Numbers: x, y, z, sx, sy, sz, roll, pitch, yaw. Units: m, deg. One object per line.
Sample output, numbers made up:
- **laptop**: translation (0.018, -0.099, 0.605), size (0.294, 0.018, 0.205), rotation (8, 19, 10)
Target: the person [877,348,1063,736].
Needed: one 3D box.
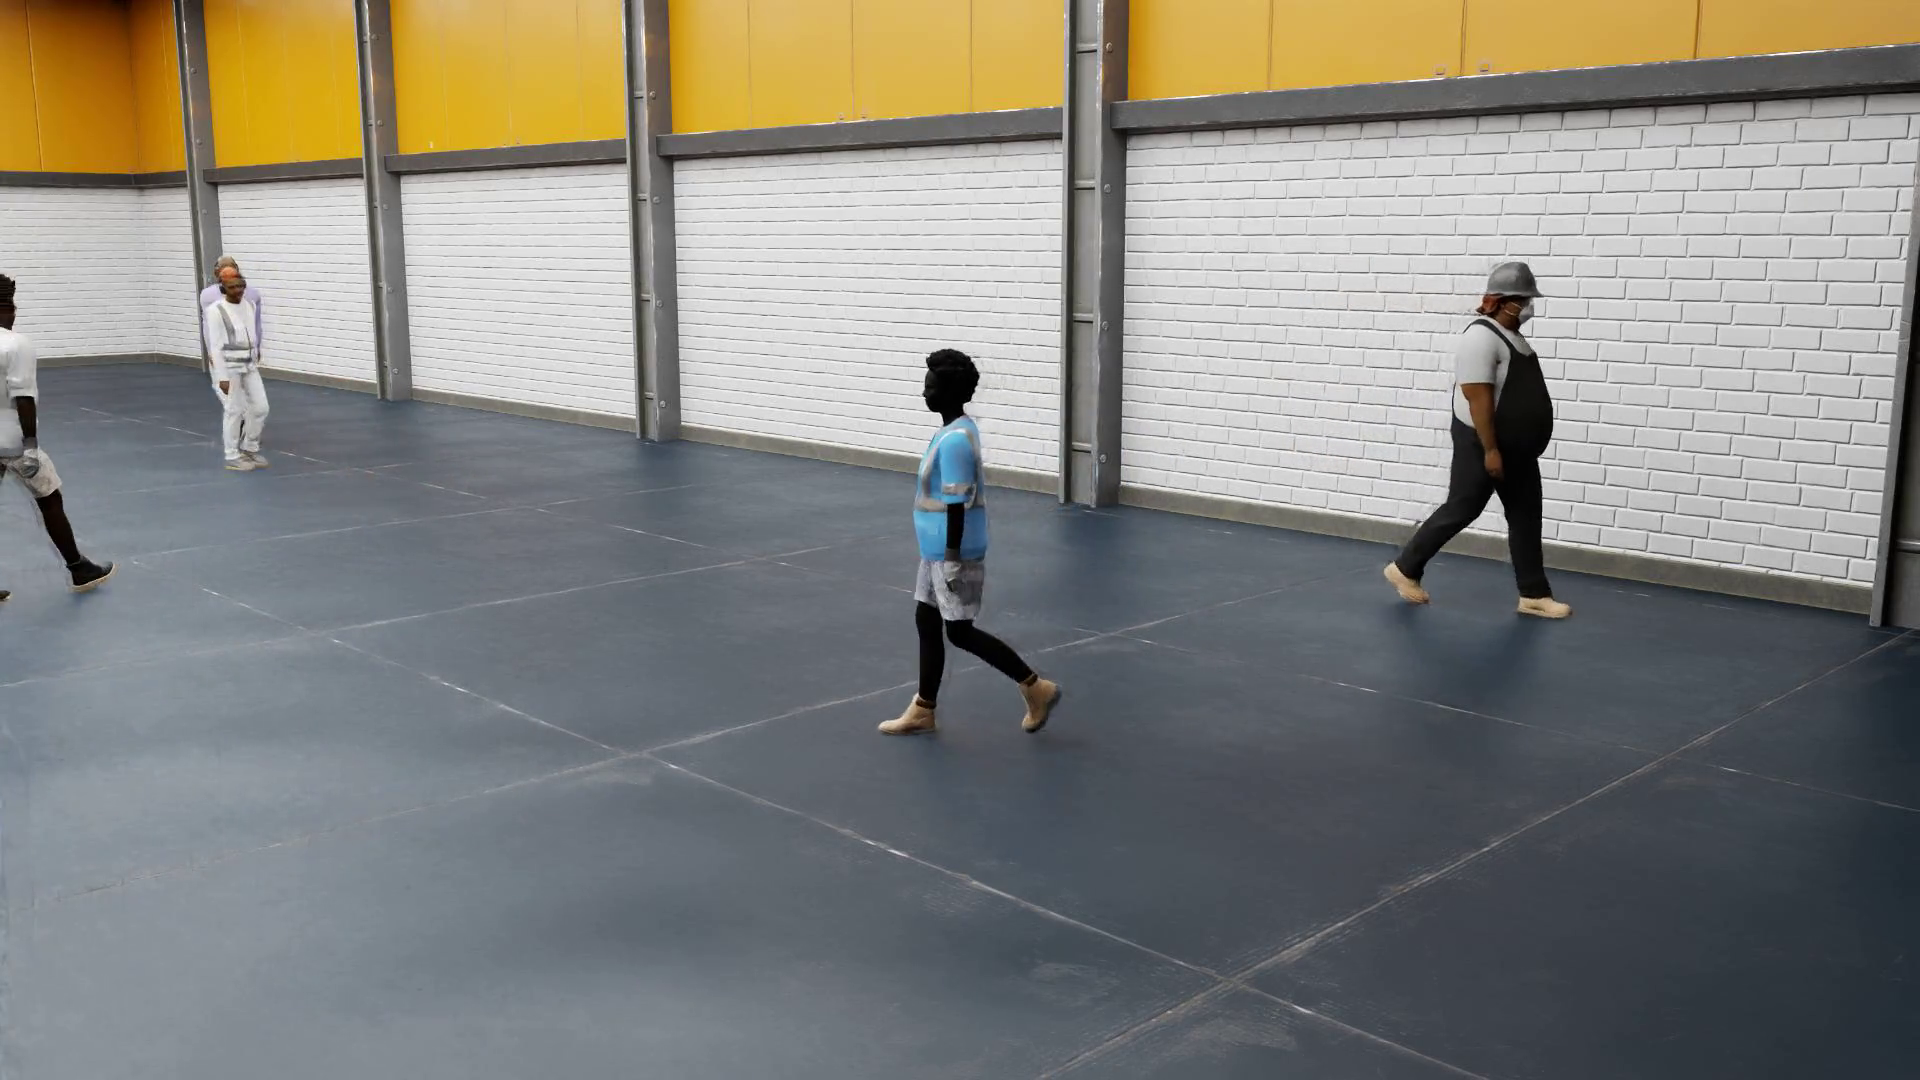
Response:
- **person**: translation (0.043, 0.033, 6.976), size (0.727, 1.674, 0.538), rotation (0, 10, -1)

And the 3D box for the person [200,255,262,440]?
- **person**: translation (-7.528, -1.978, 17.254), size (0.632, 1.924, 0.499), rotation (-10, 14, -43)

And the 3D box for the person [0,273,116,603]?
- **person**: translation (-5.519, -0.593, 9.737), size (0.618, 1.903, 0.963), rotation (4, 11, 19)

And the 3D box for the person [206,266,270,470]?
- **person**: translation (-6.549, -1.530, 14.998), size (0.486, 1.853, 0.590), rotation (4, 11, 21)

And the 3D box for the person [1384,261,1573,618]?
- **person**: translation (2.961, -0.598, 9.406), size (0.999, 2.000, 0.678), rotation (9, 14, 42)
